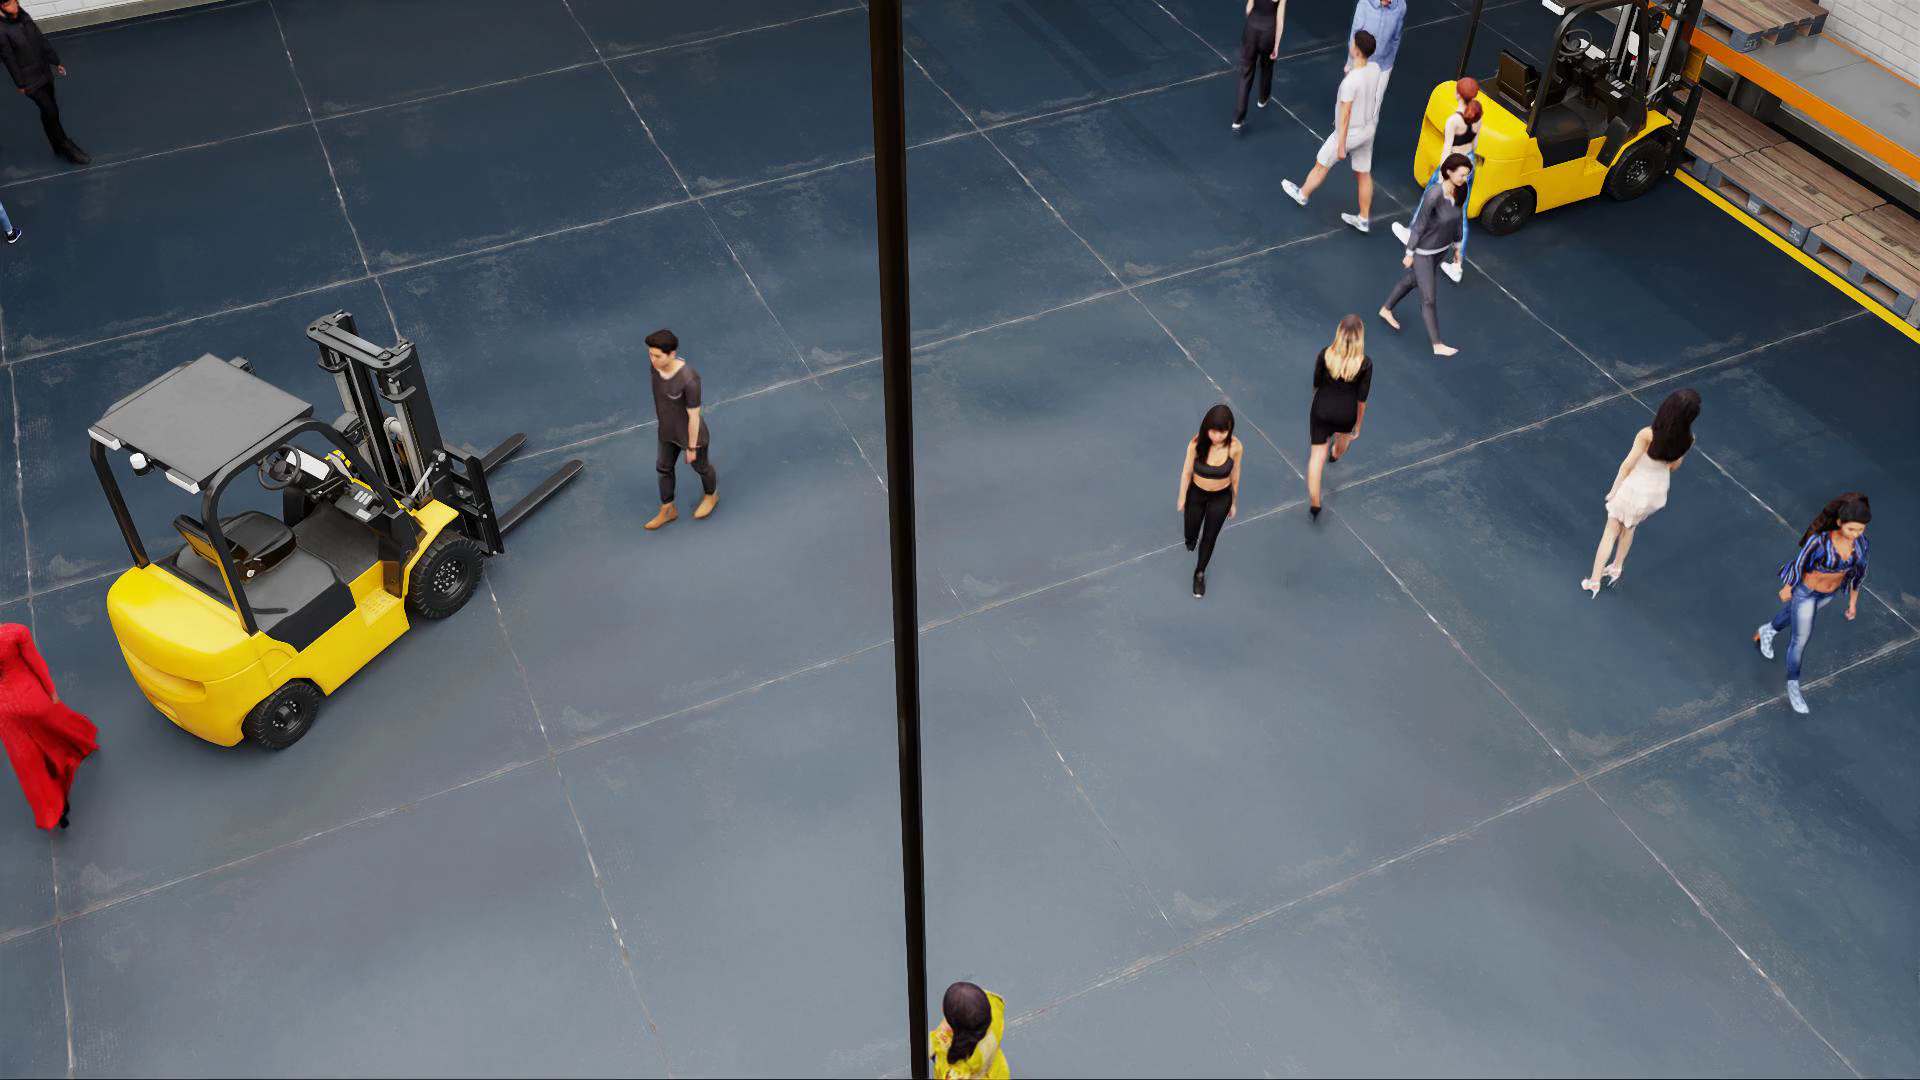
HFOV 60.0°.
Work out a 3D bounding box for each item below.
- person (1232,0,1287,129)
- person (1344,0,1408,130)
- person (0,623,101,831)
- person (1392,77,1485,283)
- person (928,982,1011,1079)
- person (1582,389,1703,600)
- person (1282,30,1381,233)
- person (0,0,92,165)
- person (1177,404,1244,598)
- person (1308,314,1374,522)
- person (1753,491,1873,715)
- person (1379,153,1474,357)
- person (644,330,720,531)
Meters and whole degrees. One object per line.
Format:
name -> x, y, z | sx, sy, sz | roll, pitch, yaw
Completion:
person -> 2.873, -4.822, 16.129 | 1.064, 1.705, 1.110 | 15, 46, 16
person -> 3.863, -4.528, 15.711 | 1.012, 1.856, 1.199 | 4, 44, 4
person -> -5.642, 1.045, 9.956 | 0.742, 1.735, 1.185 | -12, 45, -12
person -> 4.278, -3.059, 14.268 | 0.617, 1.730, 1.129 | -14, 45, -14
person -> 0.051, 2.699, 8.275 | 1.020, 1.658, 0.991 | 19, 47, 19
person -> 4.684, -0.270, 11.358 | 0.683, 1.695, 0.678 | -12, 45, -12
person -> 3.564, -3.565, 14.737 | 0.921, 1.806, 1.242 | -32, 52, -29
person -> -8.792, -4.407, 15.651 | 0.877, 1.763, 0.829 | 7, 44, 7
person -> 1.725, -0.357, 11.495 | 0.784, 1.631, 0.908 | 4, 44, 4
person -> 2.675, -0.833, 11.995 | 0.986, 1.632, 1.094 | 12, 45, 12
person -> 5.541, 0.290, 10.856 | 0.801, 1.577, 1.087 | -6, 44, -6
person -> 3.762, -2.401, 13.576 | 0.816, 1.721, 1.165 | -28, 50, -26
person -> -1.943, -0.852, 11.972 | 0.916, 1.691, 0.920 | 25, 49, 24
